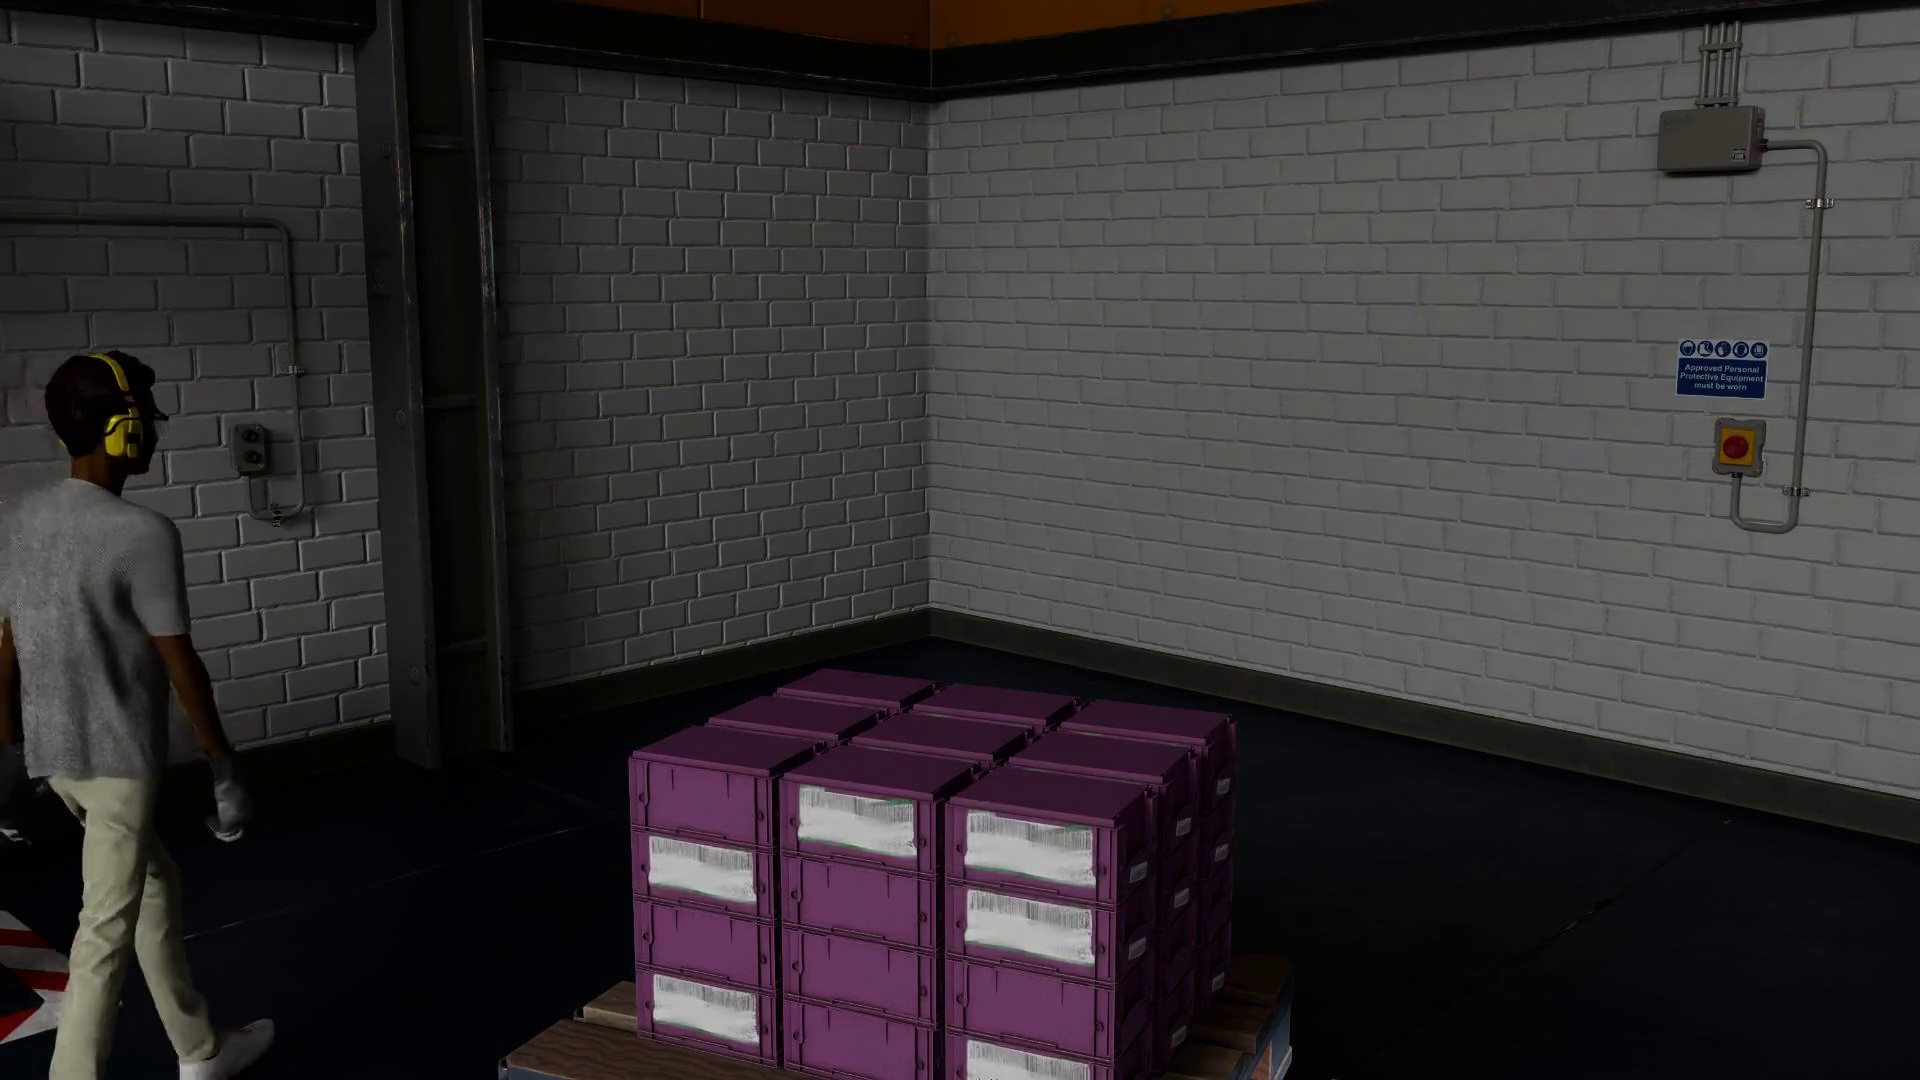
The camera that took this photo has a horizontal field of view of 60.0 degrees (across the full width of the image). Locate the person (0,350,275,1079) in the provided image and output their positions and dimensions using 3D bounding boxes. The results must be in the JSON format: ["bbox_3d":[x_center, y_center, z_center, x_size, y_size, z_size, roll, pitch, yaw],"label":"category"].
[{"bbox_3d":[-1.845,0.494,3.807,0.551,1.834,0.859,5,10,26],"label":"person"}]
